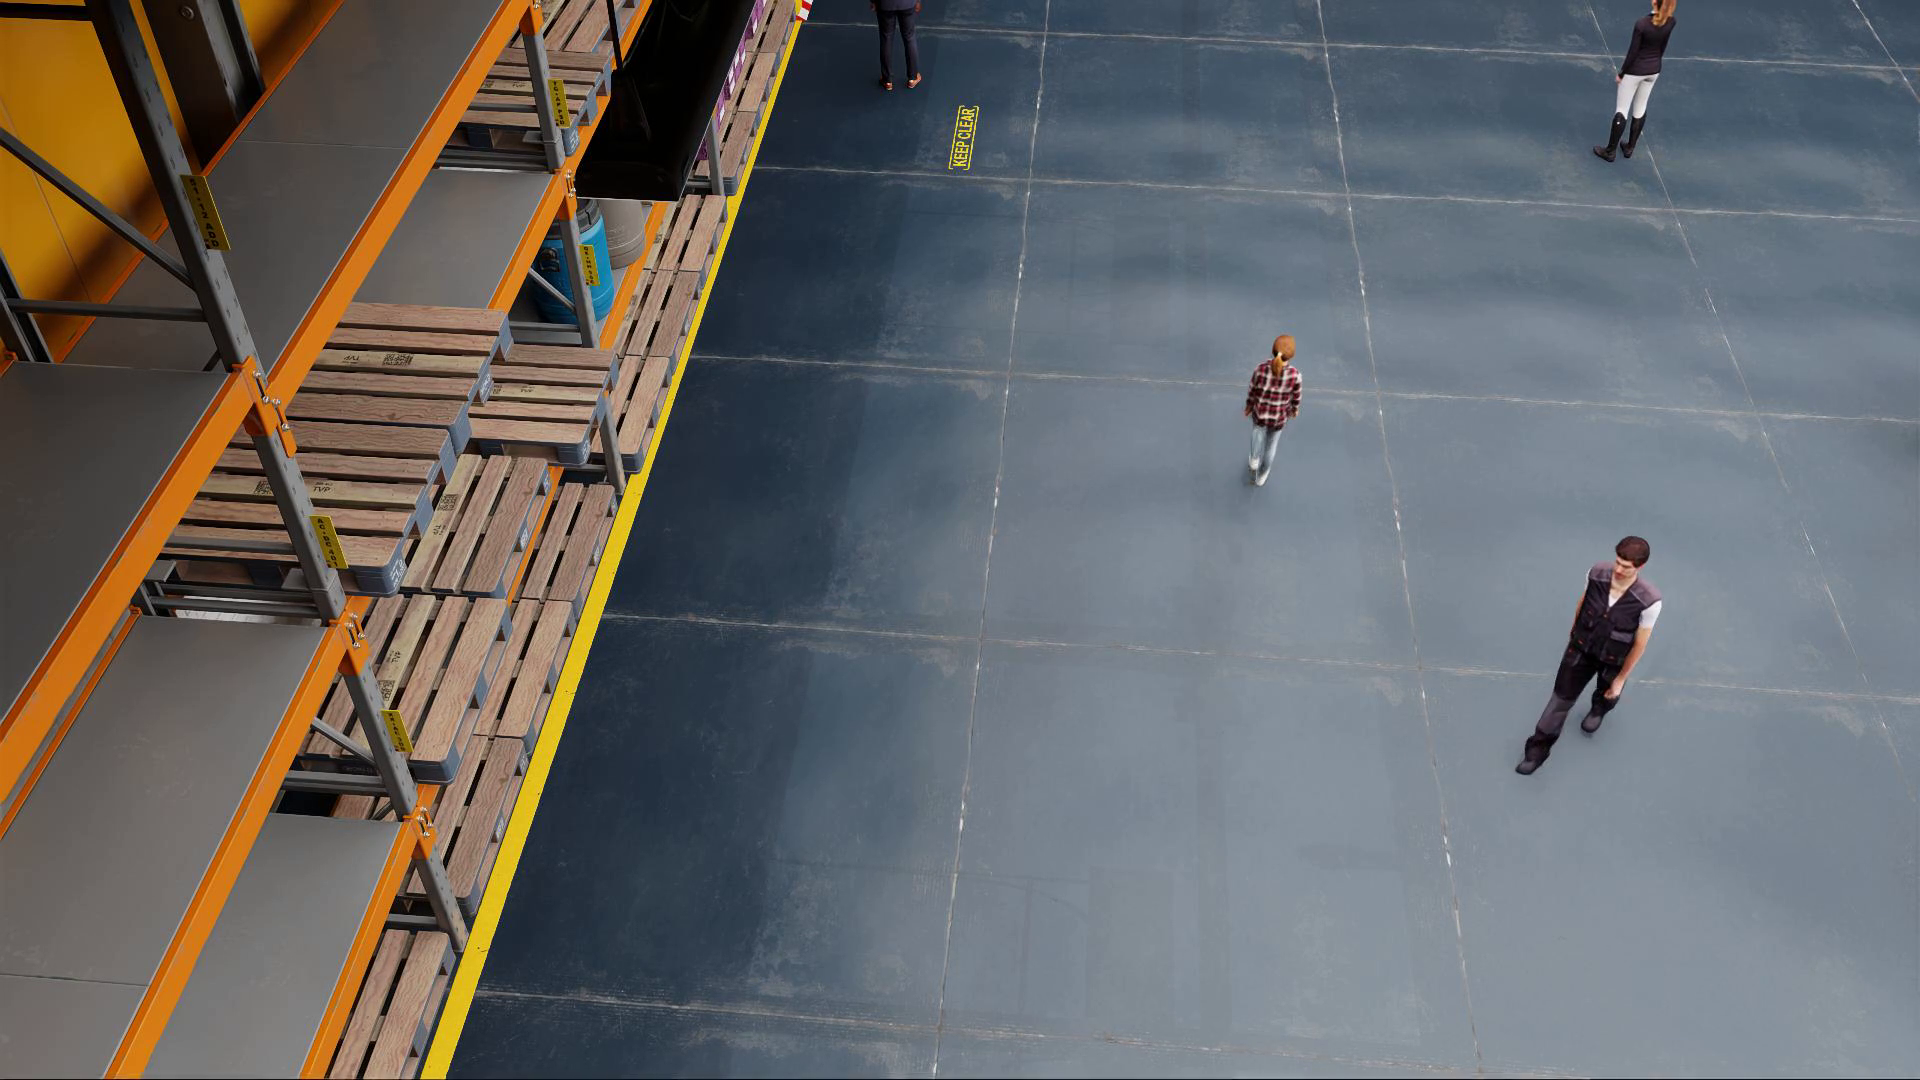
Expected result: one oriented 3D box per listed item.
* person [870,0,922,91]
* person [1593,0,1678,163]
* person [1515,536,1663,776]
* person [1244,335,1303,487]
[{"bbox_3d":[-0.635,-5.360,16.550,0.721,1.824,0.646,-2,44,-2],"label":"person"},{"bbox_3d":[6.361,-4.362,15.571,0.647,1.729,0.661,-12,45,-12],"label":"person"},{"bbox_3d":[4.022,0.646,10.270,1.114,1.788,1.280,31,52,29],"label":"person"},{"bbox_3d":[2.285,-0.921,12.274,0.596,1.294,0.628,12,45,12],"label":"person"}]
